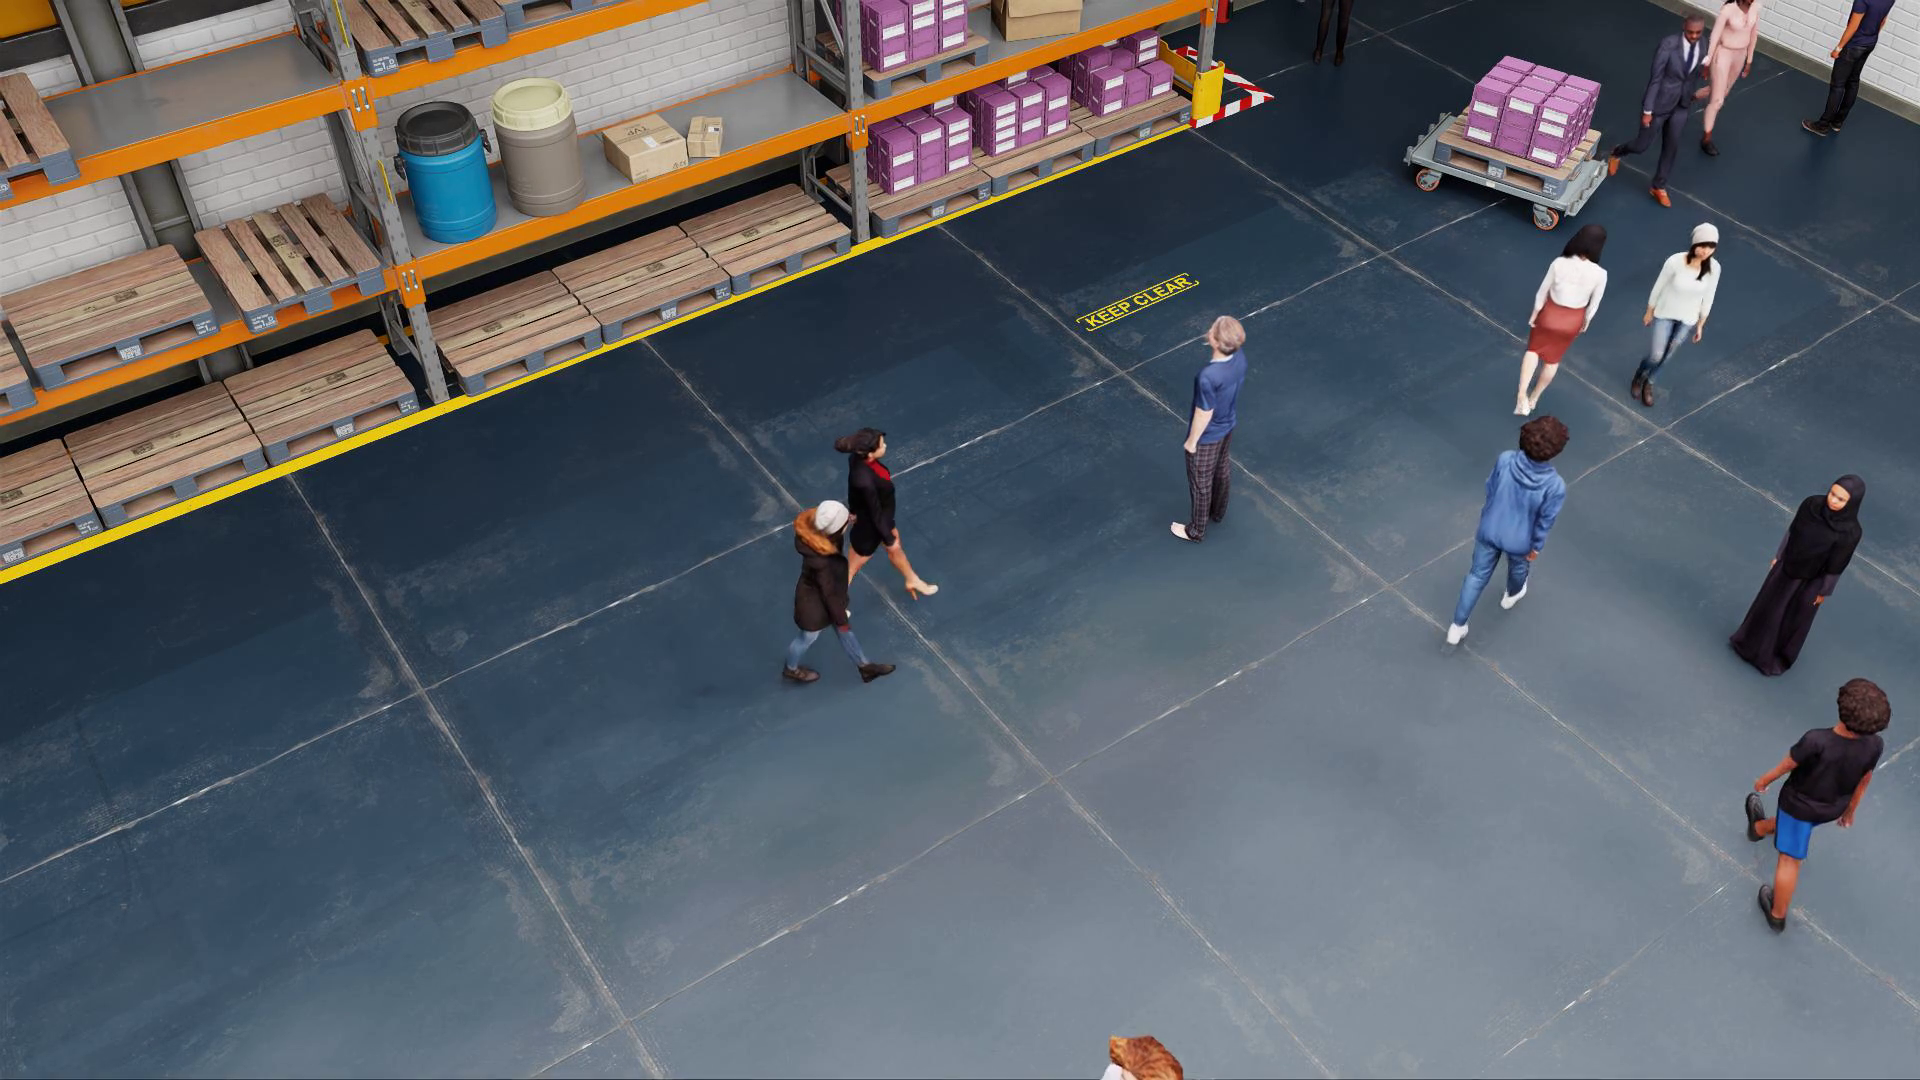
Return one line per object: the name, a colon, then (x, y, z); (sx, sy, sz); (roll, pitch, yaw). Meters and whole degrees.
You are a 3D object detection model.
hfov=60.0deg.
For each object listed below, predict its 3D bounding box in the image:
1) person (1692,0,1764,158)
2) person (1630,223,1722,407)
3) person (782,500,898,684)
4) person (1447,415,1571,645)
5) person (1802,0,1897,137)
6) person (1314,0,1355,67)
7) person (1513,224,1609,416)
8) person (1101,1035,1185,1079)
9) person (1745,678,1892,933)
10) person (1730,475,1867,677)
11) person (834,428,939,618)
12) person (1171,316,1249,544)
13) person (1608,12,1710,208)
person: (7.163, -4.527, 15.660); (1.058, 1.700, 0.885); (-12, 45, -13)
person: (5.501, -1.768, 12.813); (0.695, 1.632, 0.760); (4, 44, 5)
person: (-0.968, 0.385, 10.582); (1.092, 1.593, 0.982); (0, 44, 0)
person: (3.557, -0.036, 10.887); (0.926, 1.781, 1.222); (27, 50, 26)
person: (8.519, -4.701, 15.775); (0.519, 1.793, 0.733); (-18, 47, -18)
person: (3.855, -5.622, 16.854); (0.635, 1.639, 0.680); (11, 45, 11)
person: (4.513, -1.573, 12.533); (0.772, 1.736, 0.832); (11, 45, 11)
person: (0.906, 2.846, 7.943); (1.102, 1.670, 0.670); (-25, 49, -24)
person: (4.767, 1.531, 9.262); (1.129, 1.754, 1.103); (1, 44, 1)
person: (5.480, 0.193, 10.766); (0.637, 1.616, 0.645); (-18, 47, -18)
person: (-0.670, -0.047, 11.037); (1.108, 1.590, 0.891); (-4, 44, -4)
person: (1.764, -0.779, 11.601); (0.771, 1.872, 0.571); (30, 51, 28)
person: (6.306, -3.943, 14.975); (1.045, 1.800, 0.999); (-11, 45, -11)
